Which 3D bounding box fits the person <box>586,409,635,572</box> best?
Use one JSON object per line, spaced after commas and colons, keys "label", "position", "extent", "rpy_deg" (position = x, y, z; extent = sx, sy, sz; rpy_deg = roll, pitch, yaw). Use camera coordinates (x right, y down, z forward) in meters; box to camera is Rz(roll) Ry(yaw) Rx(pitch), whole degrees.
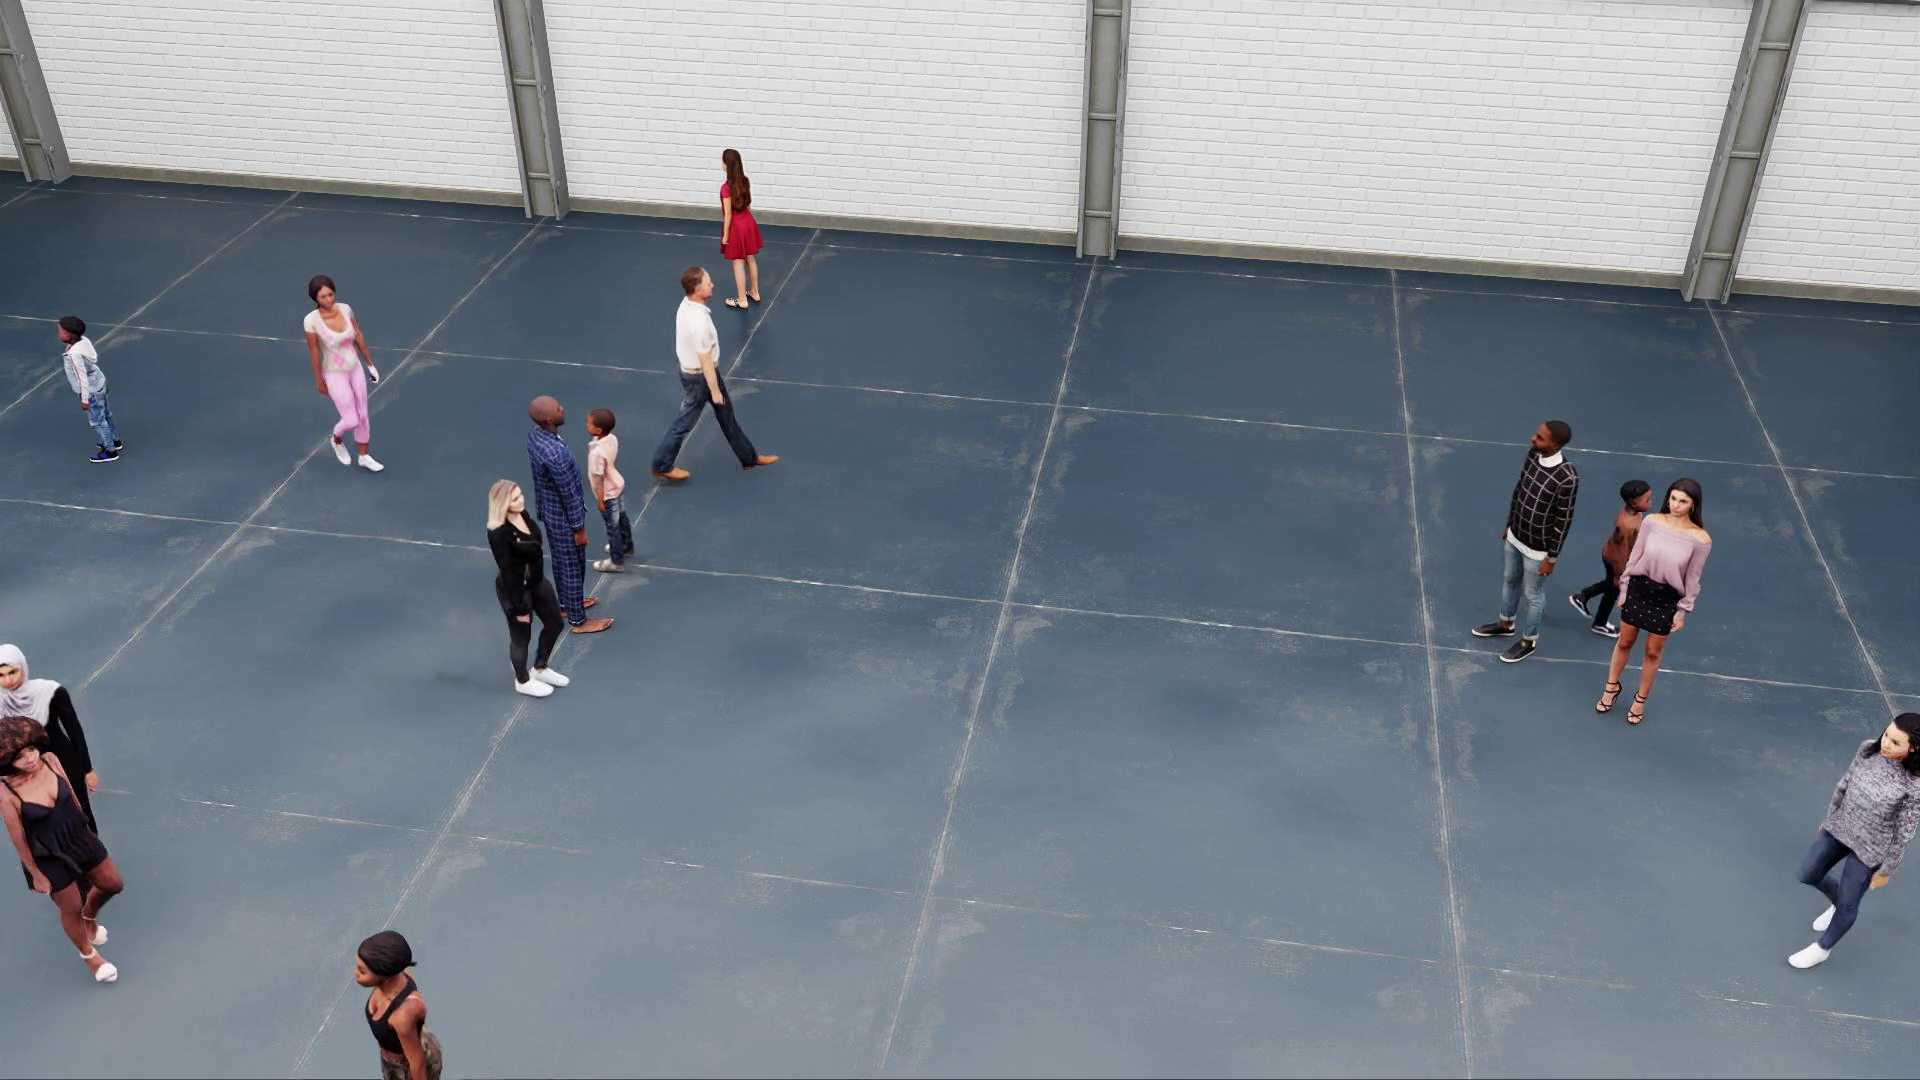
{"label": "person", "position": [-2.558, -0.377, 12.155], "extent": [0.470, 1.307, 0.496], "rpy_deg": [6, 34, 9]}

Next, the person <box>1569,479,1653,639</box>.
{"label": "person", "position": [4.477, 0.117, 11.466], "extent": [0.713, 1.246, 0.620], "rpy_deg": [15, 37, 22]}

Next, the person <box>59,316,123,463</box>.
{"label": "person", "position": [-7.065, -1.246, 13.503], "extent": [0.574, 1.261, 0.543], "rpy_deg": [-5, 34, -8]}

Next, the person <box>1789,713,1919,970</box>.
{"label": "person", "position": [4.850, 1.579, 8.833], "extent": [0.855, 1.726, 0.793], "rpy_deg": [-11, 35, -16]}

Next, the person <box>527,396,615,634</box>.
{"label": "person", "position": [-2.729, -0.187, 11.407], "extent": [0.810, 1.817, 0.764], "rpy_deg": [-18, 38, -25]}

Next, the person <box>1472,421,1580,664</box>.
{"label": "person", "position": [3.865, -0.019, 11.152], "extent": [0.734, 1.819, 0.744], "rpy_deg": [-11, 35, -16]}

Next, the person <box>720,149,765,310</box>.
{"label": "person", "position": [-2.108, -2.974, 15.839], "extent": [0.708, 1.552, 0.649], "rpy_deg": [20, 39, 28]}

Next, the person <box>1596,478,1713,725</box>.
{"label": "person", "position": [4.396, 0.391, 10.542], "extent": [0.628, 1.812, 0.753], "rpy_deg": [24, 40, 31]}

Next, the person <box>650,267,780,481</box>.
{"label": "person", "position": [-2.132, -1.241, 13.005], "extent": [1.347, 1.803, 0.961], "rpy_deg": [-5, 34, -7]}

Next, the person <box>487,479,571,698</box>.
{"label": "person", "position": [-2.923, 0.324, 10.769], "extent": [0.580, 1.673, 0.625], "rpy_deg": [5, 34, 8]}

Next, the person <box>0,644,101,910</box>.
{"label": "person", "position": [-5.077, 1.253, 9.287], "extent": [0.758, 1.765, 0.826], "rpy_deg": [-12, 35, -17]}

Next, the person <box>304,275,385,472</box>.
{"label": "person", "position": [-4.947, -1.321, 13.190], "extent": [0.804, 1.732, 0.739], "rpy_deg": [20, 39, 27]}

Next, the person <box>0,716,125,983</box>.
{"label": "person", "position": [-4.778, 1.617, 8.730], "extent": [0.732, 1.776, 0.655], "rpy_deg": [14, 36, 20]}

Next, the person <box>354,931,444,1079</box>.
{"label": "person", "position": [-2.433, 2.402, 7.630], "extent": [0.996, 1.687, 0.887], "rpy_deg": [-16, 37, -22]}
